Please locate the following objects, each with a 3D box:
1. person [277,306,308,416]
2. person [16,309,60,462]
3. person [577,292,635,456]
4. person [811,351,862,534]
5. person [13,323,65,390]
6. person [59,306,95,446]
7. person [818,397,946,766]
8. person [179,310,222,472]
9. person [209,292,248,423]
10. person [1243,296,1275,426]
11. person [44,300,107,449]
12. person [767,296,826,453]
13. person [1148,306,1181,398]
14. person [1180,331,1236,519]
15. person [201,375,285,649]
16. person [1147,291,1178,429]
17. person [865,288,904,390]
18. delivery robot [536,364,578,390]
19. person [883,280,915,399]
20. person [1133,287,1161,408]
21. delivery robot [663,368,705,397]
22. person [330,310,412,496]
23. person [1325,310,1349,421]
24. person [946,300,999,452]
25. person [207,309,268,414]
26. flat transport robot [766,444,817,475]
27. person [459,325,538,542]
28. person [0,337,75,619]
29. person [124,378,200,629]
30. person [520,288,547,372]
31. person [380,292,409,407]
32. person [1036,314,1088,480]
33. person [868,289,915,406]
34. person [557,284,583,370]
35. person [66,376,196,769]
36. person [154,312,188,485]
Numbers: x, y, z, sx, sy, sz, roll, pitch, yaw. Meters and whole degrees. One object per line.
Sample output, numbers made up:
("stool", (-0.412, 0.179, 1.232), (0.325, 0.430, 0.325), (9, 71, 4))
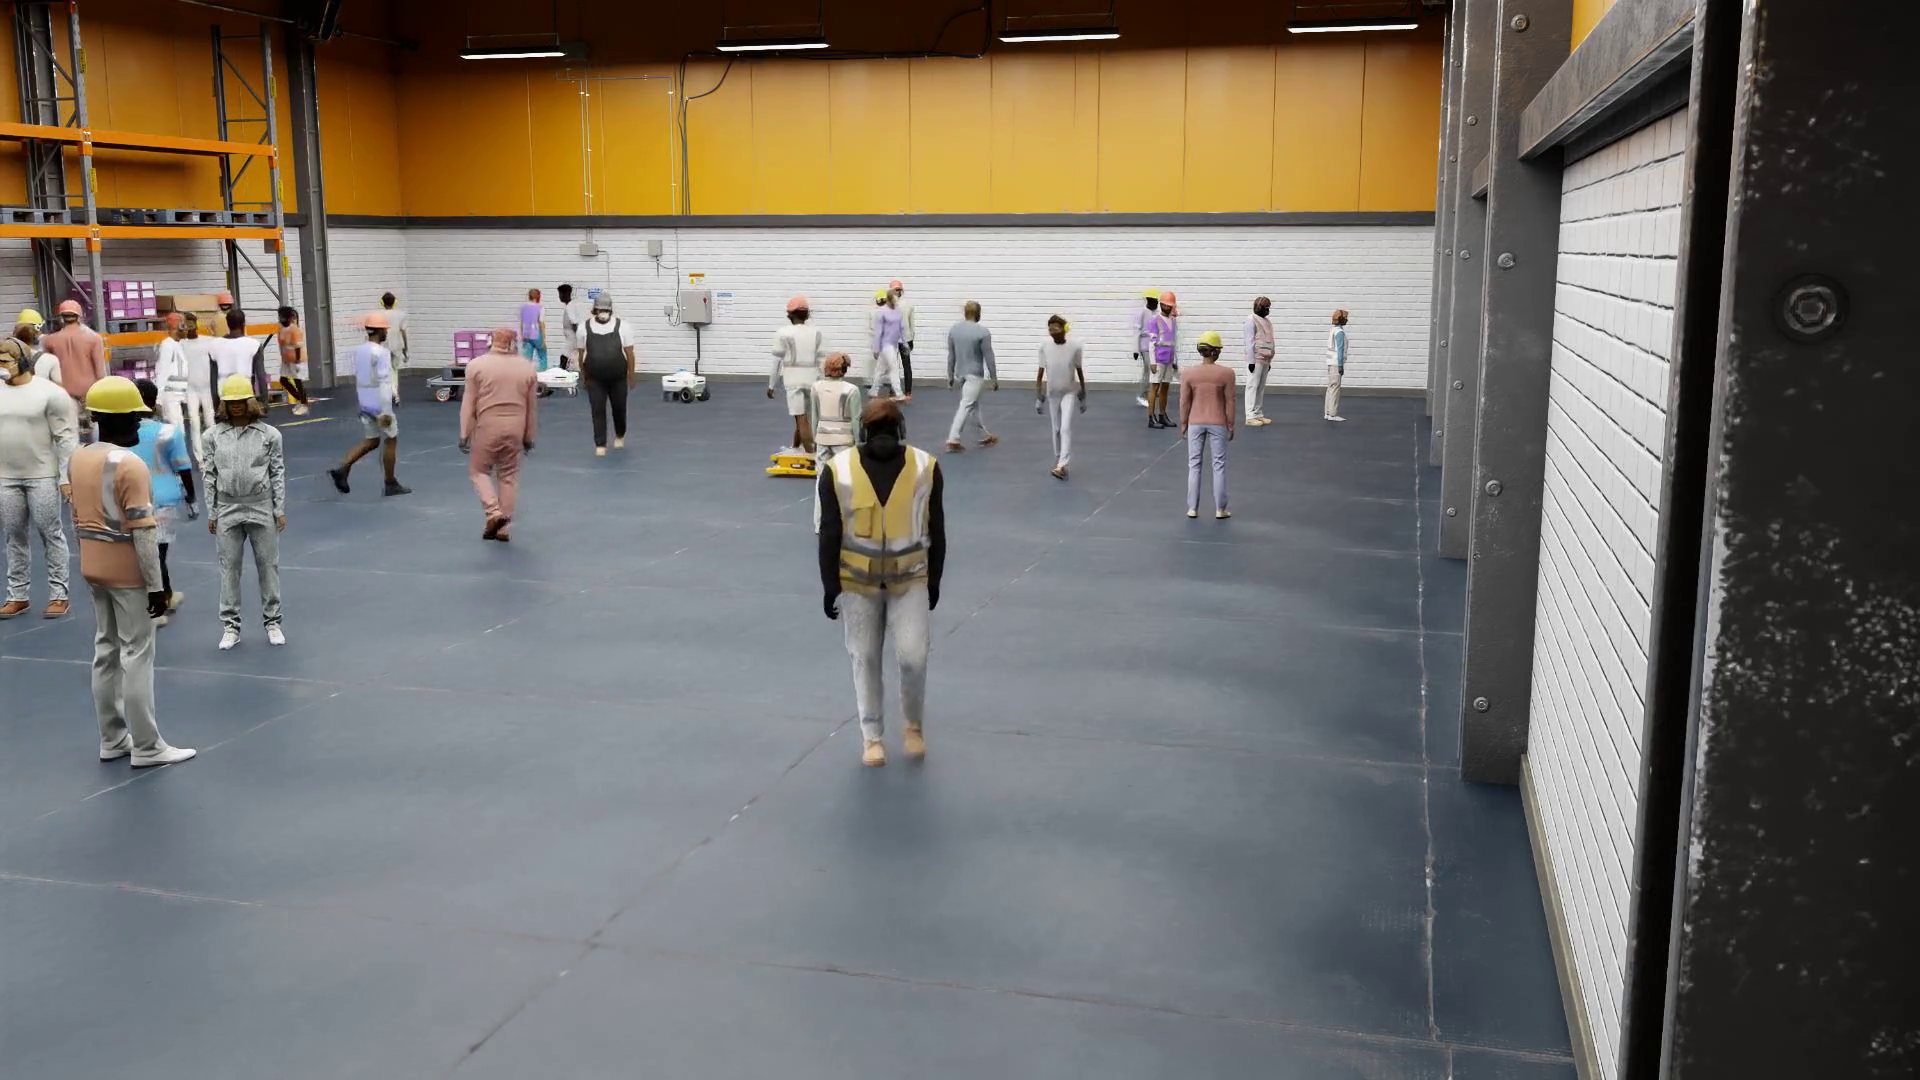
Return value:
("person", (-10.066, -2.692, 25.049), (0.562, 1.657, 0.470), (7, 12, 34))
("person", (-10.665, -1.750, 19.244), (0.591, 1.833, 0.404), (4, 11, 22))
("person", (-4.374, -2.091, 20.589), (0.694, 2.000, 0.842), (-2, 10, -10))
("person", (-1.093, -0.843, 14.689), (0.519, 1.633, 0.311), (5, 11, 28))
("person", (-9.040, -1.215, 16.315), (0.538, 1.802, 0.932), (-3, 10, -17))
("person", (-10.612, -1.938, 20.269), (0.676, 1.876, 0.840), (5, 11, 27))
("person", (-0.380, 0.214, 8.149), (0.623, 1.829, 0.446), (-1, 10, -3))
("person", (-8.720, -1.712, 19.046), (0.545, 1.836, 0.709), (-5, 11, -25))
("person", (-10.528, -2.603, 23.906), (0.560, 1.900, 0.942), (2, 10, 11))
("person", (4.292, -2.561, 23.827), (0.429, 1.841, 0.625), (7, 12, 33))
("person", (-9.773, -1.674, 18.460), (0.633, 1.951, 0.892), (-3, 10, -15))
("person", (-1.891, -1.783, 19.017), (0.616, 1.983, 1.063), (-7, 12, -36))
("person", (3.543, -3.156, 27.869), (0.781, 1.601, 0.497), (0, 10, 2))
("person", (2.325, -1.074, 15.620), (0.526, 1.765, 0.329), (3, 10, 17))
("person", (-4.551, -0.178, 10.601), (0.484, 1.744, 0.295), (-4, 11, -20))
("person", (2.875, -2.532, 23.405), (0.542, 1.930, 0.374), (-9, 14, -42))
("person", (-1.341, -3.547, 29.505), (0.792, 1.798, 0.619), (2, 10, 12))
("delivery robot", (-6.852, -2.744, 28.230), (0.707, 0.478, 0.477), (0, 10, 1))
("person", (-1.045, -3.359, 27.921), (0.608, 1.987, 0.391), (-5, 11, -27))
("person", (3.023, -3.053, 26.409), (0.507, 1.909, 0.584), (8, 13, 38))
("delivery robot", (-4.541, -2.588, 27.343), (0.707, 0.478, 0.477), (6, 11, 29))
("person", (-6.002, -1.369, 16.885), (0.549, 1.914, 0.725), (8, 13, 38))
("person", (5.525, -2.554, 24.382), (0.314, 1.629, 0.508), (1, 10, 4))
("person", (0.154, -2.047, 20.801), (0.653, 1.885, 1.040), (9, 13, 42))
("person", (-7.815, -1.549, 17.983), (0.599, 1.889, 0.801), (0, 10, 1))
("flat transport robot", (-1.649, -0.926, 19.003), (0.652, 0.197, 1.431), (3, 10, 15))
("person", (-3.990, -0.909, 14.377), (0.725, 1.870, 0.458), (-8, 13, -37))
("person", (-6.395, -0.417, 11.411), (0.629, 1.937, 0.379), (0, 10, -2))
("person", (-5.427, -0.263, 11.282), (0.552, 1.654, 0.831), (0, 10, 1))
("person", (-7.680, -3.611, 29.866), (0.576, 1.815, 0.849), (5, 11, 26))
("person", (-9.123, -3.055, 26.655), (0.542, 1.837, 0.918), (-6, 11, -29))
("person", (1.131, -1.578, 18.364), (0.566, 1.814, 1.006), (2, 10, 13))
("person", (-1.159, -3.120, 26.922), (1.018, 1.883, 0.616), (6, 12, 30))
("person", (-6.898, -3.602, 29.608), (1.133, 1.887, 0.631), (0, 10, 1))
("person", (-4.095, 0.161, 8.159), (0.588, 1.927, 0.369), (6, 12, 31))
("person", (-8.454, -1.507, 17.816), (0.463, 1.848, 0.603), (-4, 11, -20))
